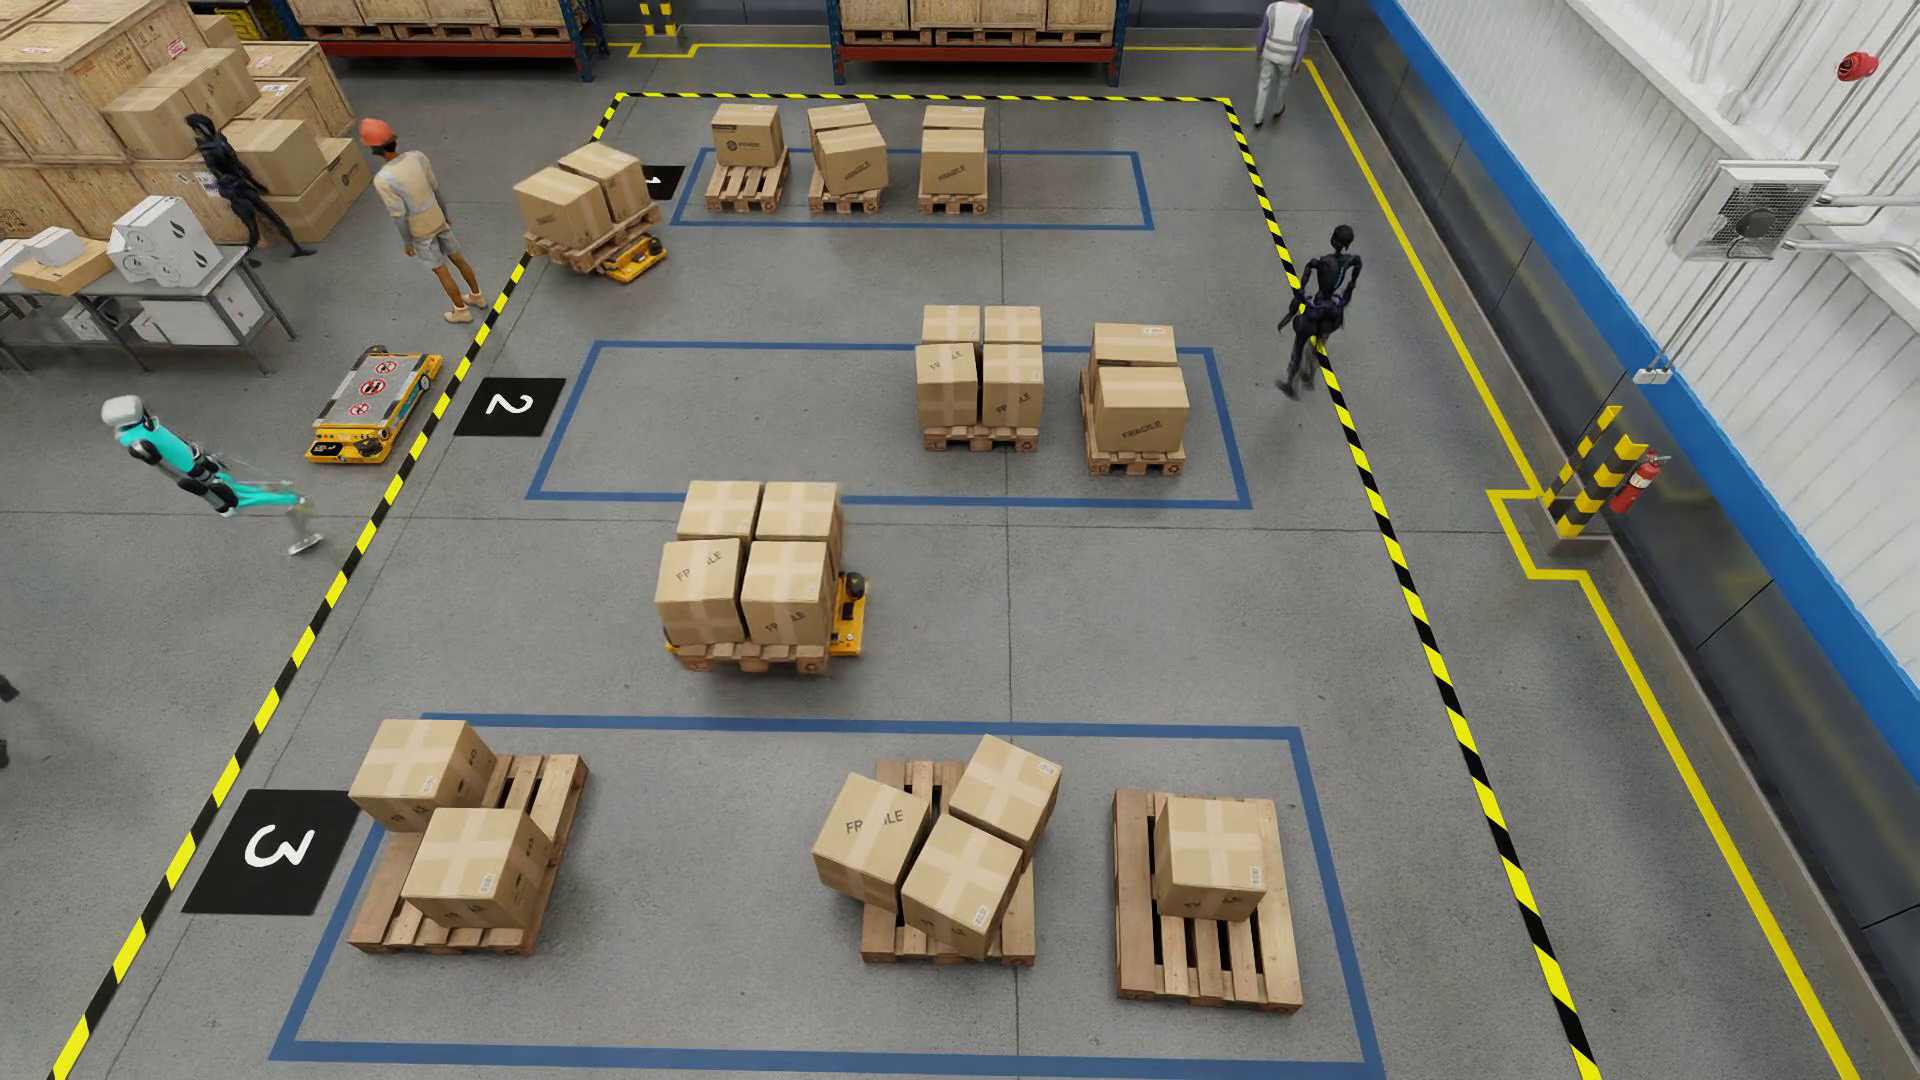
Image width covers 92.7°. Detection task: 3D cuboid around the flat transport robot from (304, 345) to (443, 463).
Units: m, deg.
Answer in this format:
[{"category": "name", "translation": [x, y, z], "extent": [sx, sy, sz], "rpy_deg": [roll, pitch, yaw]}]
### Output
[{"category": "flat transport robot", "translation": [-5.383, -1.269, 8.441], "extent": [0.659, 0.231, 1.431], "rpy_deg": [1, 50, 1]}]

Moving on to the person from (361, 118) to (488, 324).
[{"category": "person", "translation": [-5.111, -2.998, 8.741], "extent": [0.370, 2.047, 0.604], "rpy_deg": [15, 51, 12]}]

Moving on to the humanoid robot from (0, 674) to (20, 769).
[{"category": "humanoid robot", "translation": [-6.690, 0.786, 5.823], "extent": [0.588, 1.650, 0.773], "rpy_deg": [-34, 58, -25]}]

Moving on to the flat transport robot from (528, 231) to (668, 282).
[{"category": "flat transport robot", "translation": [-4.017, -3.276, 10.121], "extent": [1.431, 0.197, 0.652], "rpy_deg": [22, 53, 18]}]

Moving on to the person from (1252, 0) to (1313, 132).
[{"category": "person", "translation": [4.059, -6.175, 11.584], "extent": [0.619, 1.796, 0.753], "rpy_deg": [21, 53, 17]}]

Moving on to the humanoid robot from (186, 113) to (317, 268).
[{"category": "humanoid robot", "translation": [-7.523, -3.619, 9.530], "extent": [0.706, 1.638, 0.608], "rpy_deg": [-9, 50, -8]}]

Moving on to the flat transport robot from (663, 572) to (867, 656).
[{"category": "flat transport robot", "translation": [-1.446, 0.536, 6.895], "extent": [1.431, 0.197, 0.652], "rpy_deg": [1, 50, 1]}]

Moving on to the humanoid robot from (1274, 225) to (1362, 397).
[{"category": "humanoid robot", "translation": [3.172, -2.019, 8.143], "extent": [0.599, 1.657, 0.315], "rpy_deg": [-8, 50, -7]}]

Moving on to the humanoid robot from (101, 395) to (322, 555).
[{"category": "humanoid robot", "translation": [-5.329, -0.426, 6.817], "extent": [0.803, 1.842, 0.542], "rpy_deg": [-29, 56, -22]}]
